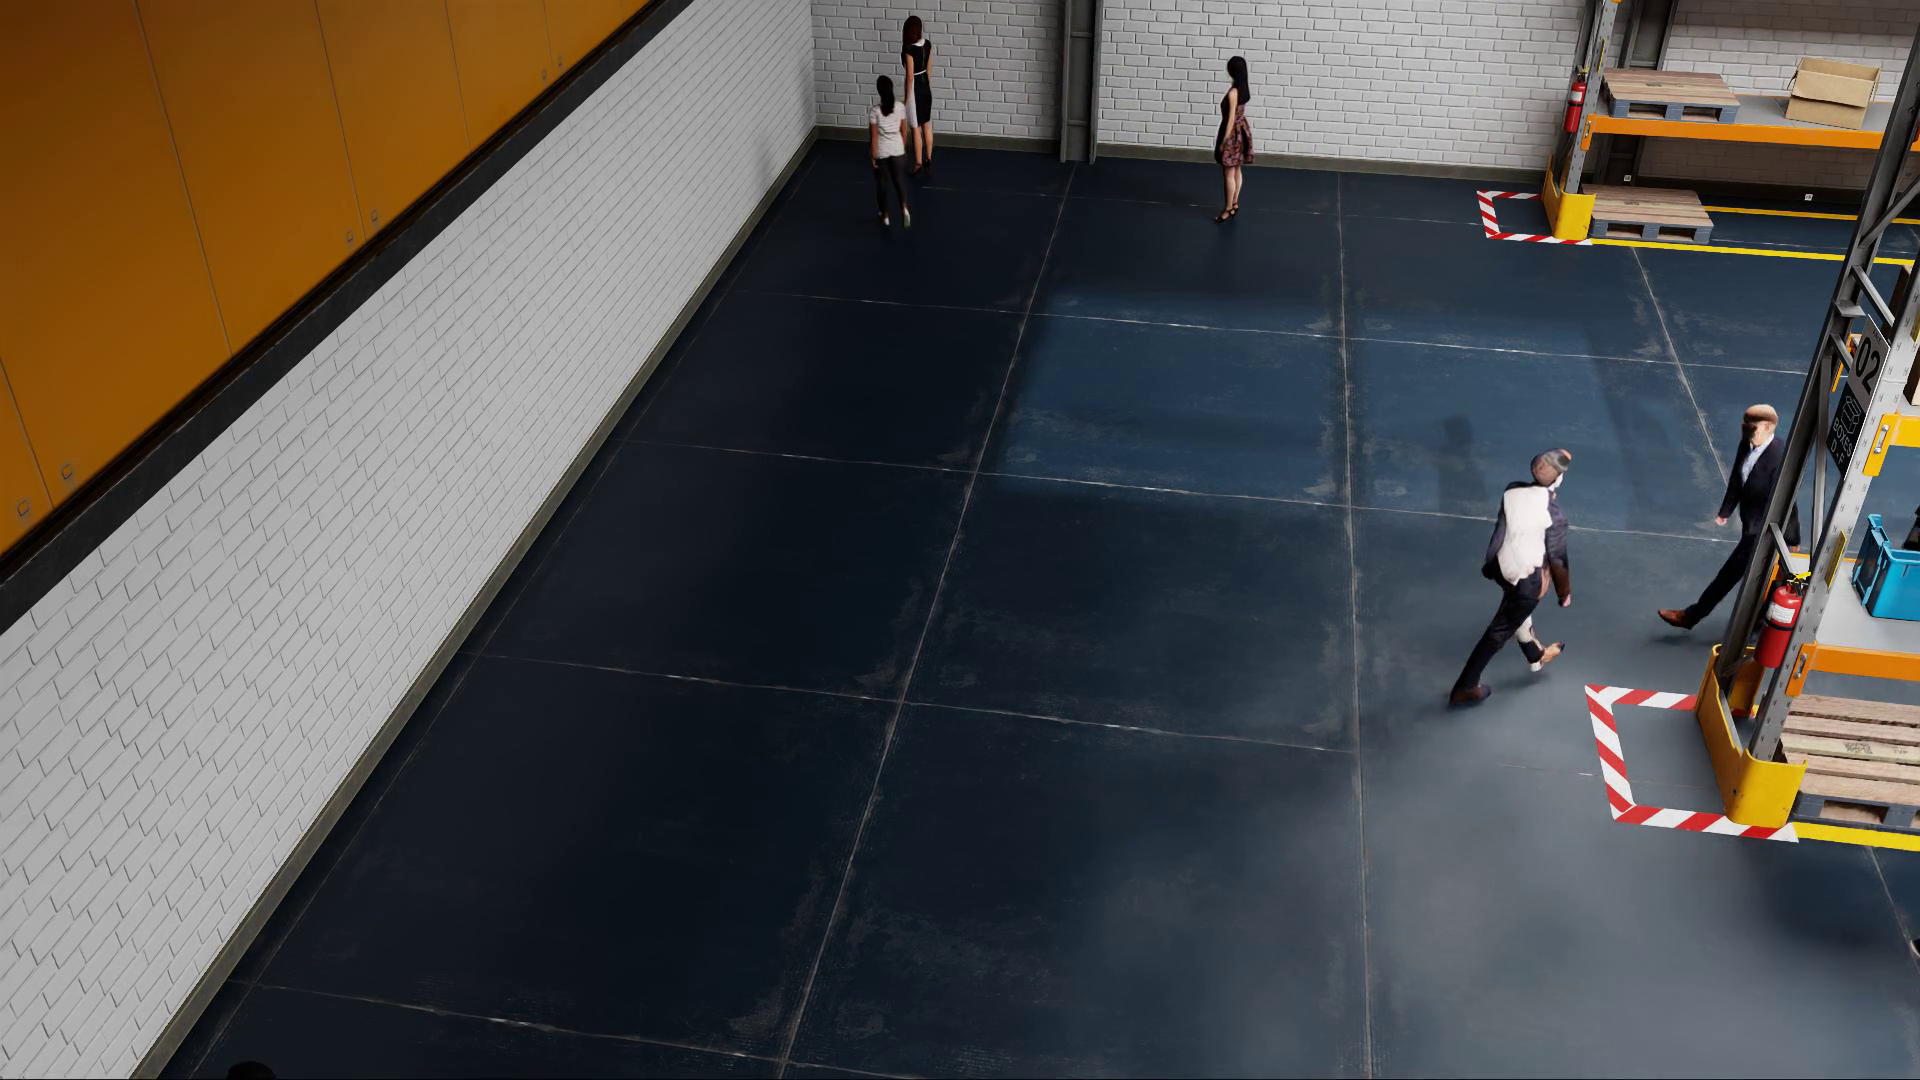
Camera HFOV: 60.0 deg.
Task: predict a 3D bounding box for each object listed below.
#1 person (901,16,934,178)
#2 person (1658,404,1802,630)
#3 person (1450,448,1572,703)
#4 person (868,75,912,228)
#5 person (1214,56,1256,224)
[{"bbox_3d":[-0.464,-4.951,18.574,0.654,1.796,0.652,25,41,33],"label":"person"},{"bbox_3d":[5.534,-0.103,11.339,1.249,1.733,0.895,-3,34,-5],"label":"person"},{"bbox_3d":[3.512,0.287,10.655,1.296,1.840,1.088,-12,35,-17],"label":"person"},{"bbox_3d":[-0.710,-3.990,17.279,0.927,1.630,0.899,-12,35,-17],"label":"person"},{"bbox_3d":[2.865,-4.204,17.469,0.787,1.775,0.763,18,38,25],"label":"person"}]
